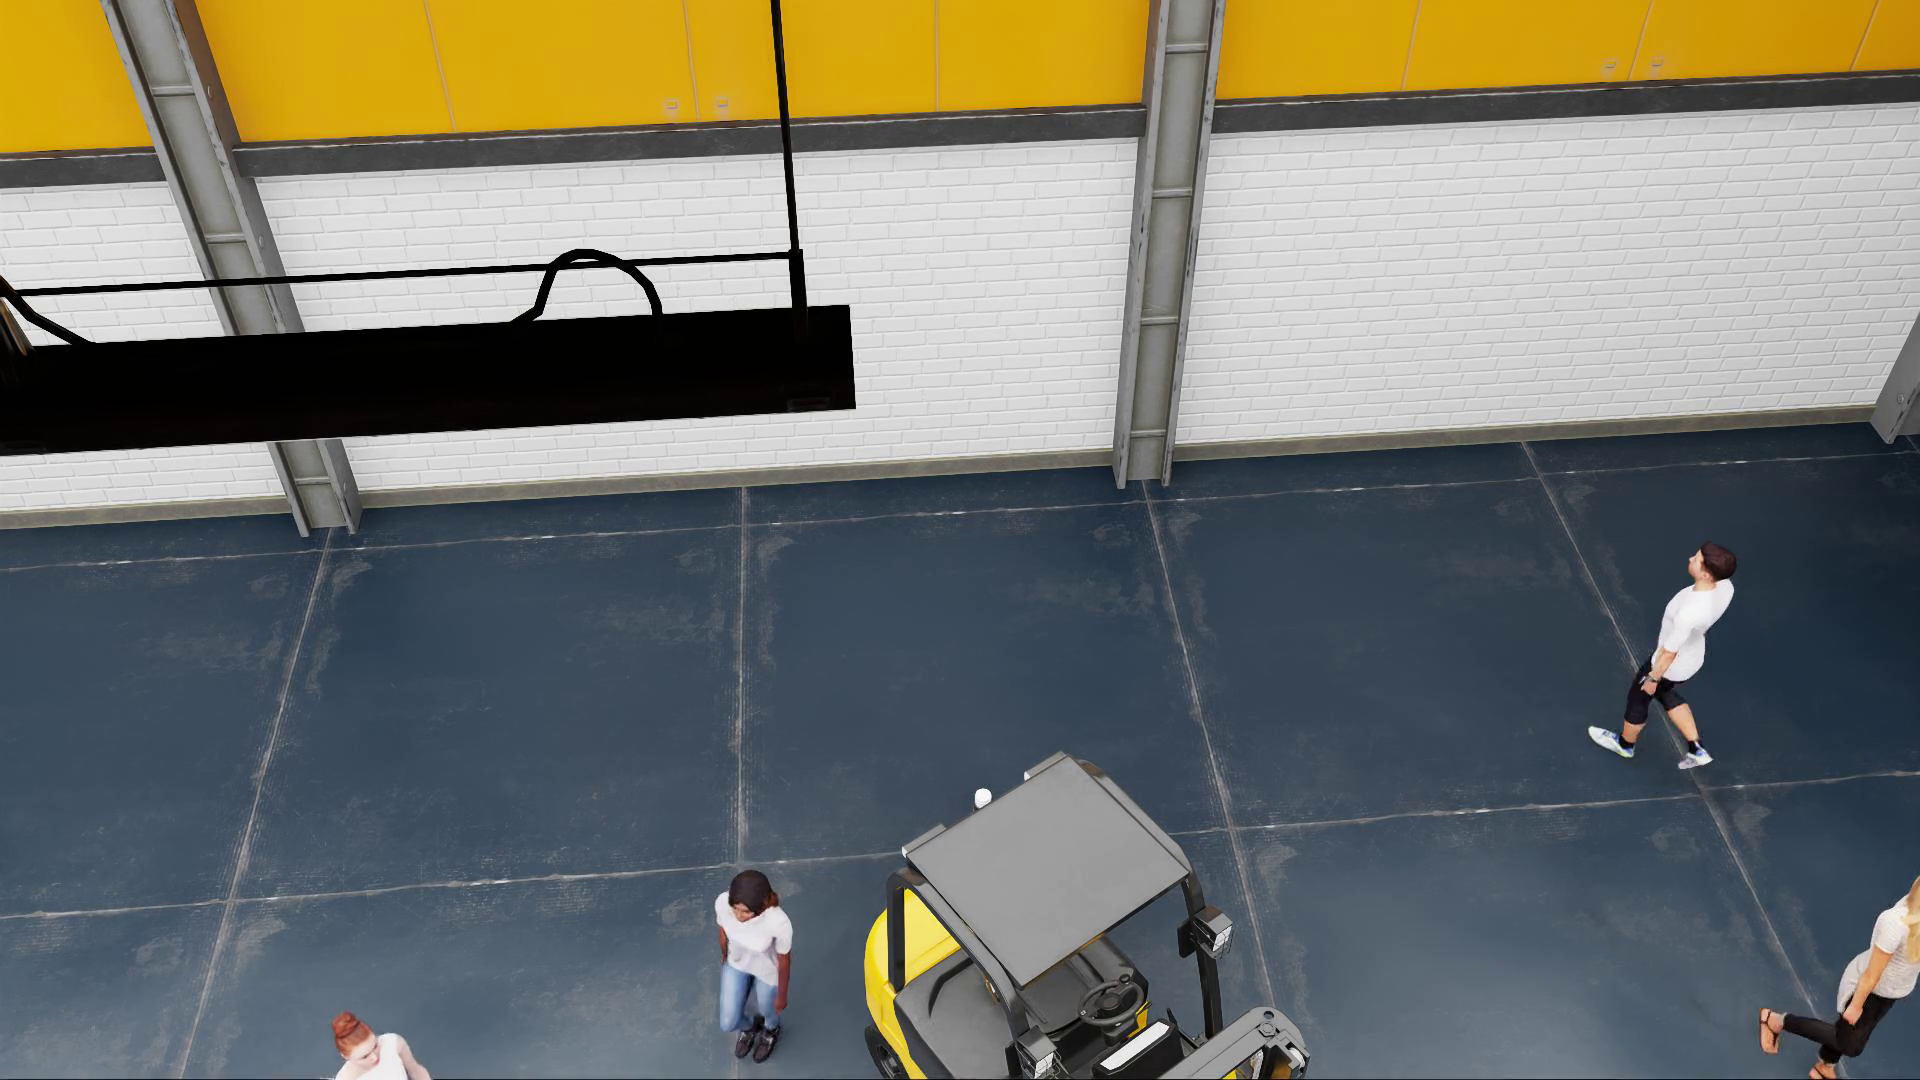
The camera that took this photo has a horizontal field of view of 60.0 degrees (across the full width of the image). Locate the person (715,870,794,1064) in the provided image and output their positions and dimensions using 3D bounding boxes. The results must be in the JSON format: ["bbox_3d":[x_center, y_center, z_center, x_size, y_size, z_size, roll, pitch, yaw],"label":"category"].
[{"bbox_3d":[-1.000,2.146,8.574,0.702,1.707,0.785,16,46,16],"label":"person"}]

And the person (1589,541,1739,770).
[{"bbox_3d":[4.354,0.747,9.948,1.031,1.837,1.042,-31,52,-29],"label":"person"}]

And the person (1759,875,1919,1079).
[{"bbox_3d":[4.544,2.203,8.436,0.909,1.814,0.939,-31,52,-28],"label":"person"}]

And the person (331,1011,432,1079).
[{"bbox_3d":[-2.776,2.725,7.940,1.144,1.744,1.004,23,48,22],"label":"person"}]
